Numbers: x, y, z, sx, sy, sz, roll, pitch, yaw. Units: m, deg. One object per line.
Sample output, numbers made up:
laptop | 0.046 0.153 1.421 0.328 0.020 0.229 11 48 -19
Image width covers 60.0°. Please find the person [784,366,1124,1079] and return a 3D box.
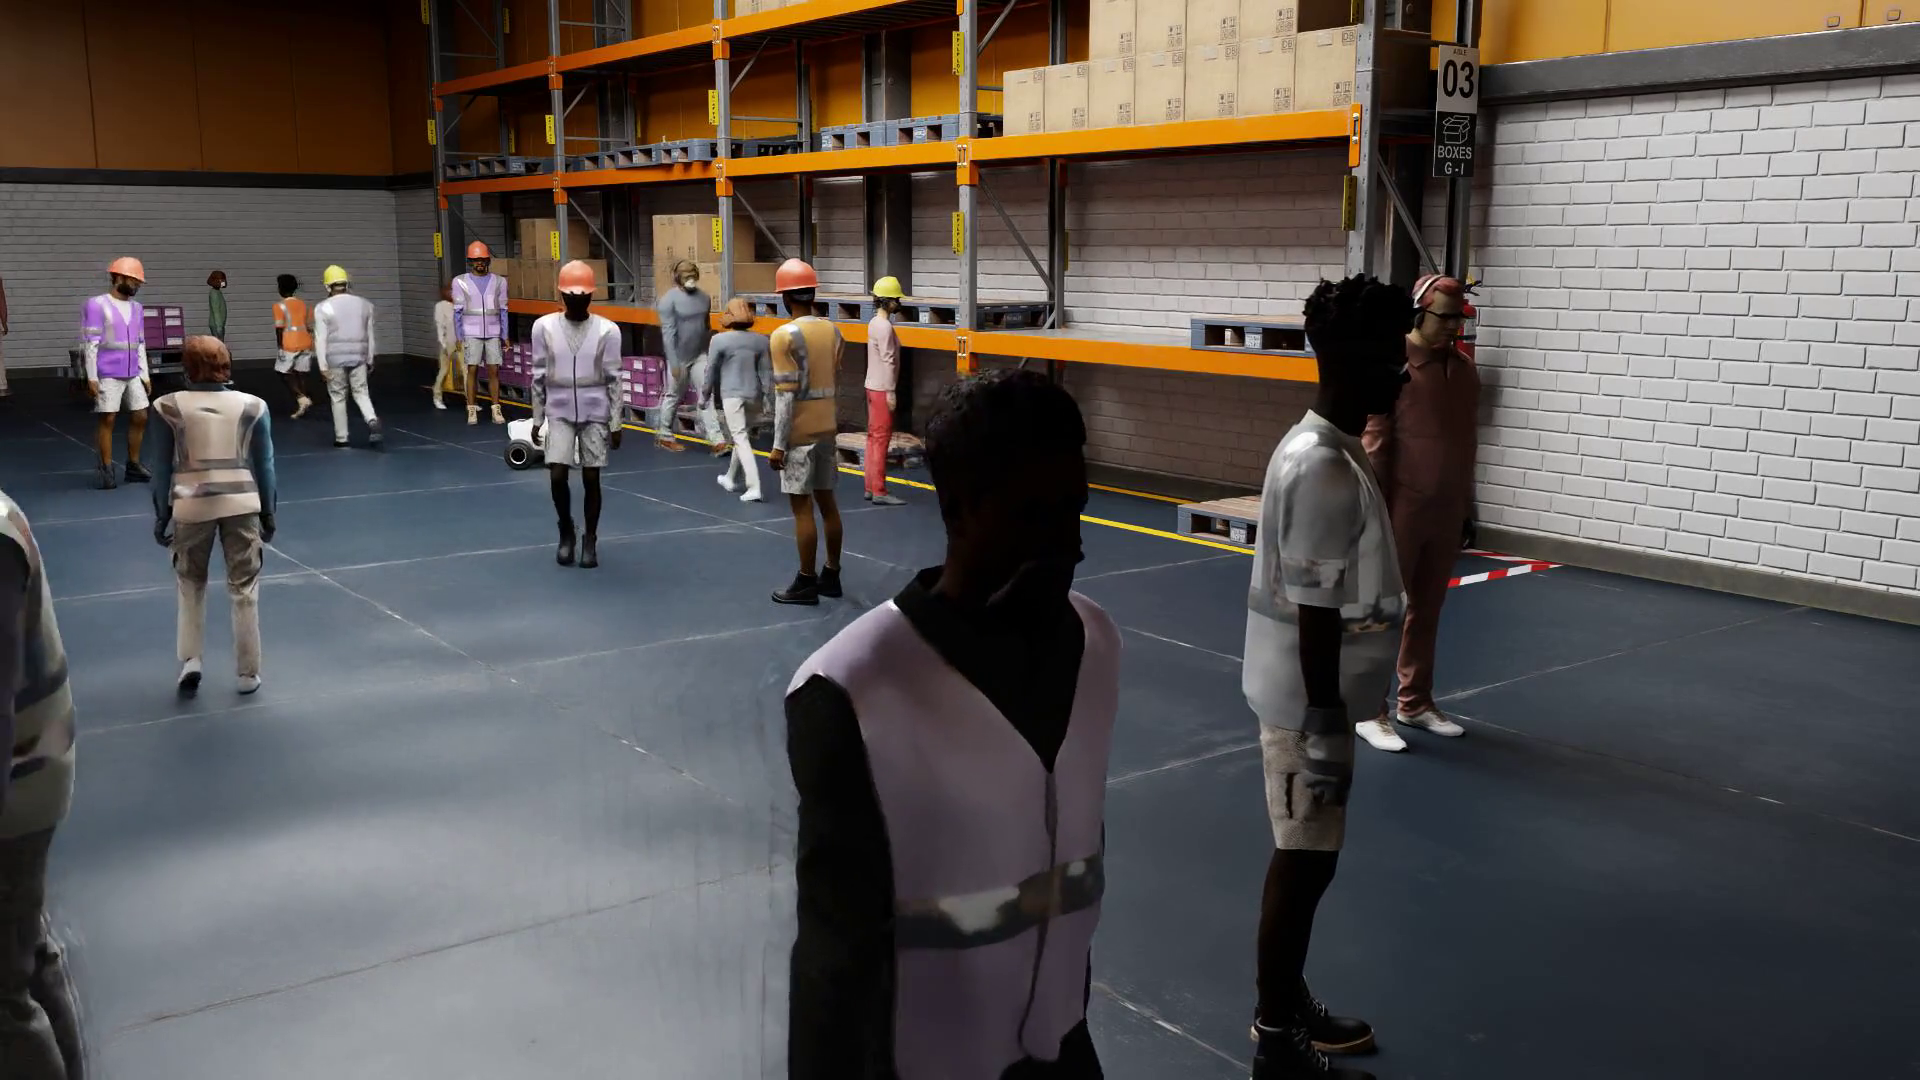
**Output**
person | -0.040 0.690 2.304 0.904 1.883 0.593 10 14 43

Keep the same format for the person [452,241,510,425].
person | -5.328 -2.298 18.557 0.612 2.043 0.374 -5 11 -26

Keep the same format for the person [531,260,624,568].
person | -2.365 -0.761 10.289 0.578 1.915 0.468 -2 10 -10

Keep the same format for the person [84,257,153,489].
person | -6.975 -1.373 13.824 0.399 1.895 0.671 4 11 21

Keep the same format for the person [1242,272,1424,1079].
person | 0.863 0.357 3.937 0.377 1.958 0.599 3 11 16

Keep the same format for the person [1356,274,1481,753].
person | 1.863 -0.110 6.709 0.643 1.900 0.400 -7 12 -33

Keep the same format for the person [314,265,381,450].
person | -5.946 -1.754 16.147 0.609 1.815 0.641 -9 14 -42

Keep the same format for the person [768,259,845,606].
person | -0.882 -0.598 9.337 0.376 1.934 0.547 7 12 33

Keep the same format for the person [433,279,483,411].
person | -6.174 -2.371 20.217 0.831 1.595 0.502 10 14 43

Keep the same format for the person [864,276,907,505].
person | -0.574 -1.157 12.938 0.329 1.767 0.529 -2 10 -14

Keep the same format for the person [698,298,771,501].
person | -1.770 -1.121 13.240 0.514 1.585 0.879 -8 13 -36

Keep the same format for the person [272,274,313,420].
person | -7.584 -2.196 19.012 0.413 1.682 0.543 5 11 27

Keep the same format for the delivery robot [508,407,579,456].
delivery robot | -3.694 -0.969 15.017 0.707 0.478 0.477 0 10 1

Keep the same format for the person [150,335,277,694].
person | -3.346 -0.108 7.499 0.522 1.611 0.406 -5 11 -26

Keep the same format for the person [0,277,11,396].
person | -12.927 -2.886 21.981 0.610 1.996 0.379 -5 11 -25

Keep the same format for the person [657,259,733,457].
person | -2.597 -1.719 15.806 1.047 1.878 0.640 9 13 41

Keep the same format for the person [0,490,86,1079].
person | -1.963 0.498 3.293 0.378 1.909 0.749 -8 13 -37

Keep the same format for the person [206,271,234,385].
person | -10.642 -3.047 23.898 0.285 1.631 0.501 -4 11 -20
